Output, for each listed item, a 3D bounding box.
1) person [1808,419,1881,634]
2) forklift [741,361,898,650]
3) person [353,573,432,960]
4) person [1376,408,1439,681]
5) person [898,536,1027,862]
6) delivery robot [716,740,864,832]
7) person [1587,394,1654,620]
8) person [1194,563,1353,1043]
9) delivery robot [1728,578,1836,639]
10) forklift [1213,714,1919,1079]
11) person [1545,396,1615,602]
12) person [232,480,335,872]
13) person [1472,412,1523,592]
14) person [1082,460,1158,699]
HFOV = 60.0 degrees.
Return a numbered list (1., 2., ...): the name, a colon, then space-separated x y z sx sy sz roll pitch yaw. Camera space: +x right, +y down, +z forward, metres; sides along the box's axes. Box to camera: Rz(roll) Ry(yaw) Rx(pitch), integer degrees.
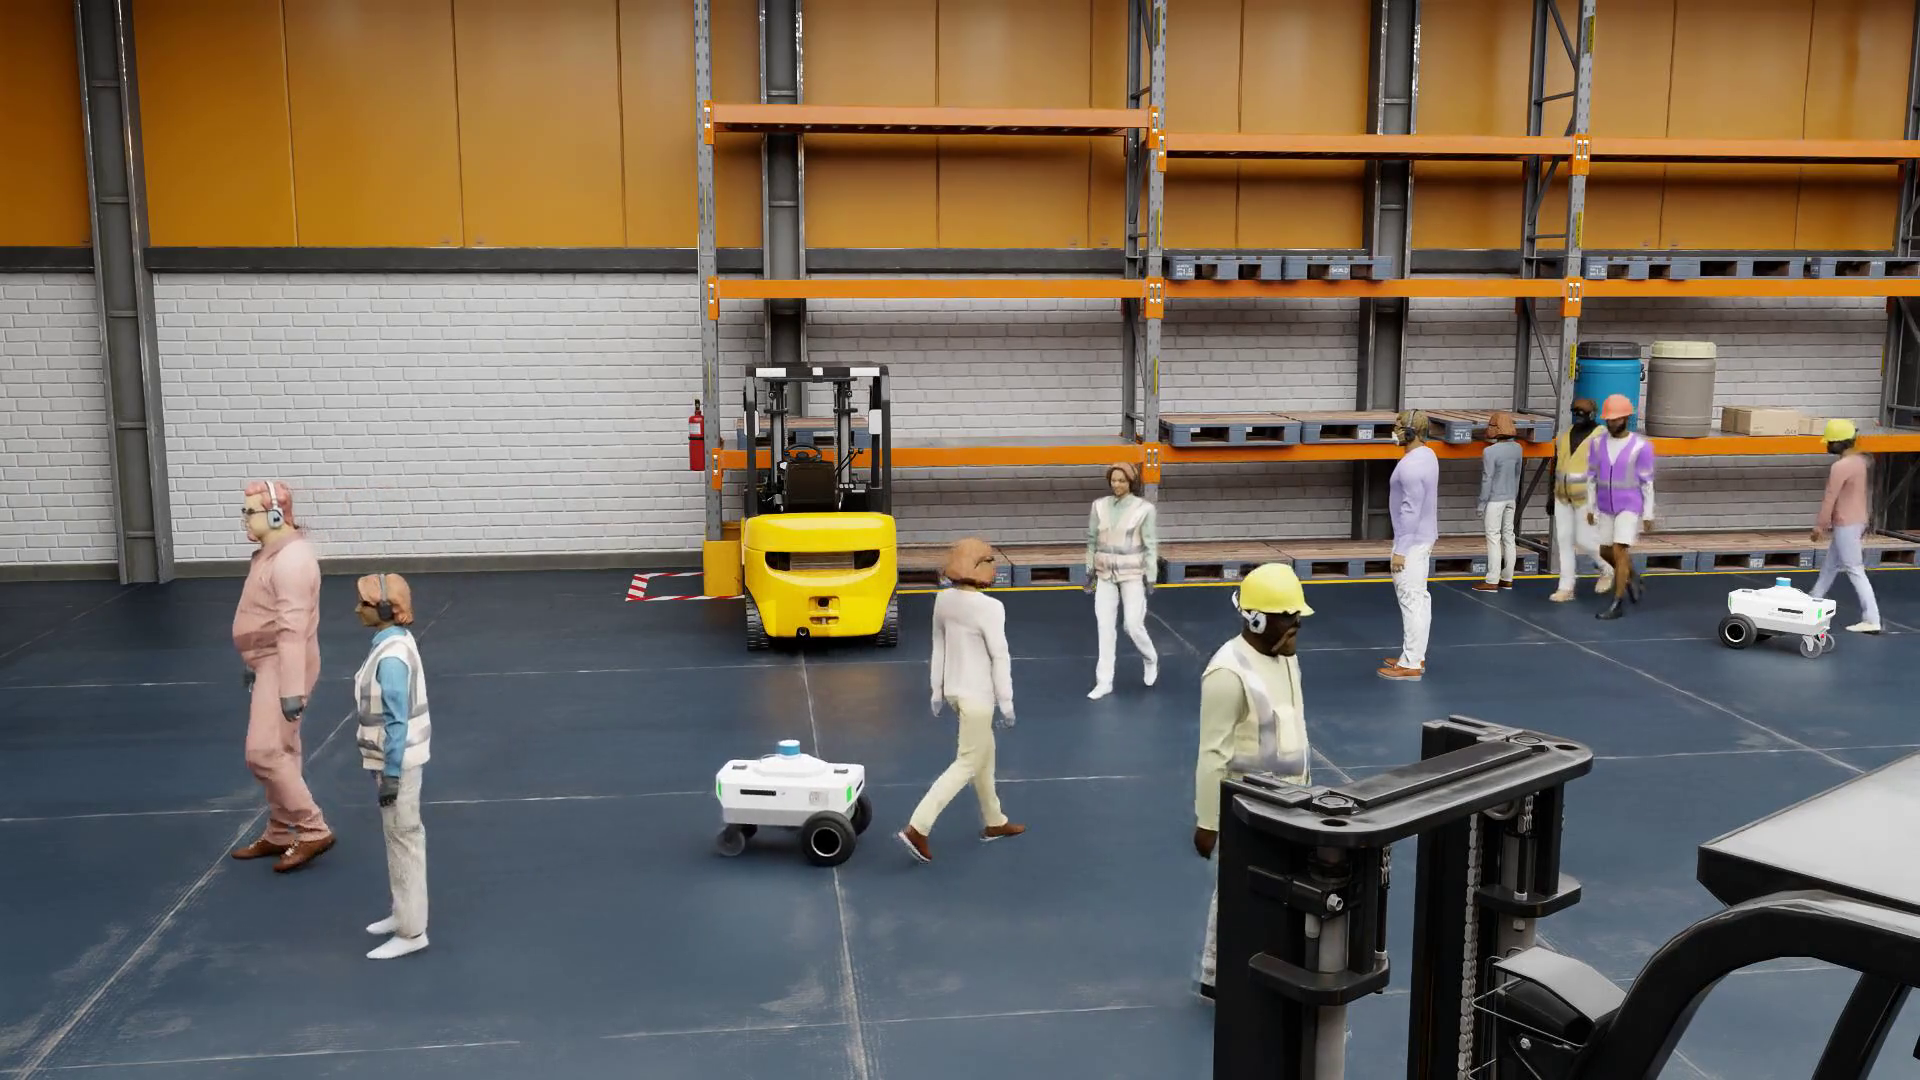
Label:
1. person: 7.116 -0.124 13.497 0.544 1.710 0.888 -9 12 -43
2. forklift: -1.154 -0.340 13.365 1.214 2.155 2.313 -1 9 -7
3. person: -2.405 0.943 7.085 0.307 1.639 0.518 -3 10 -19
4. person: 3.199 0.033 11.834 0.372 1.940 0.627 4 10 25
5. person: 0.014 0.775 8.243 0.801 1.605 0.503 -6 11 -34
6. delivery robot: -0.847 1.243 8.295 0.707 0.478 0.477 1 9 8
7. person: 5.593 -0.296 14.014 0.734 1.904 0.578 -7 12 -39
8. person: 1.230 0.990 6.265 0.767 1.802 0.623 6 11 32
9. delivery robot: 6.289 0.532 12.734 0.477 0.478 0.707 -9 13 -44
10. forklift: 1.441 1.425 2.350 1.214 2.155 2.313 -7 12 -39
11. person: 5.485 -0.363 14.648 0.547 1.824 0.634 -6 11 -32
12. person: -3.332 0.650 8.101 0.447 1.904 0.670 -4 10 -23
13. person: 4.894 -0.341 15.118 0.499 1.633 0.285 -6 11 -34
14. person: 1.099 0.263 11.362 0.535 1.628 0.533 7 11 36
